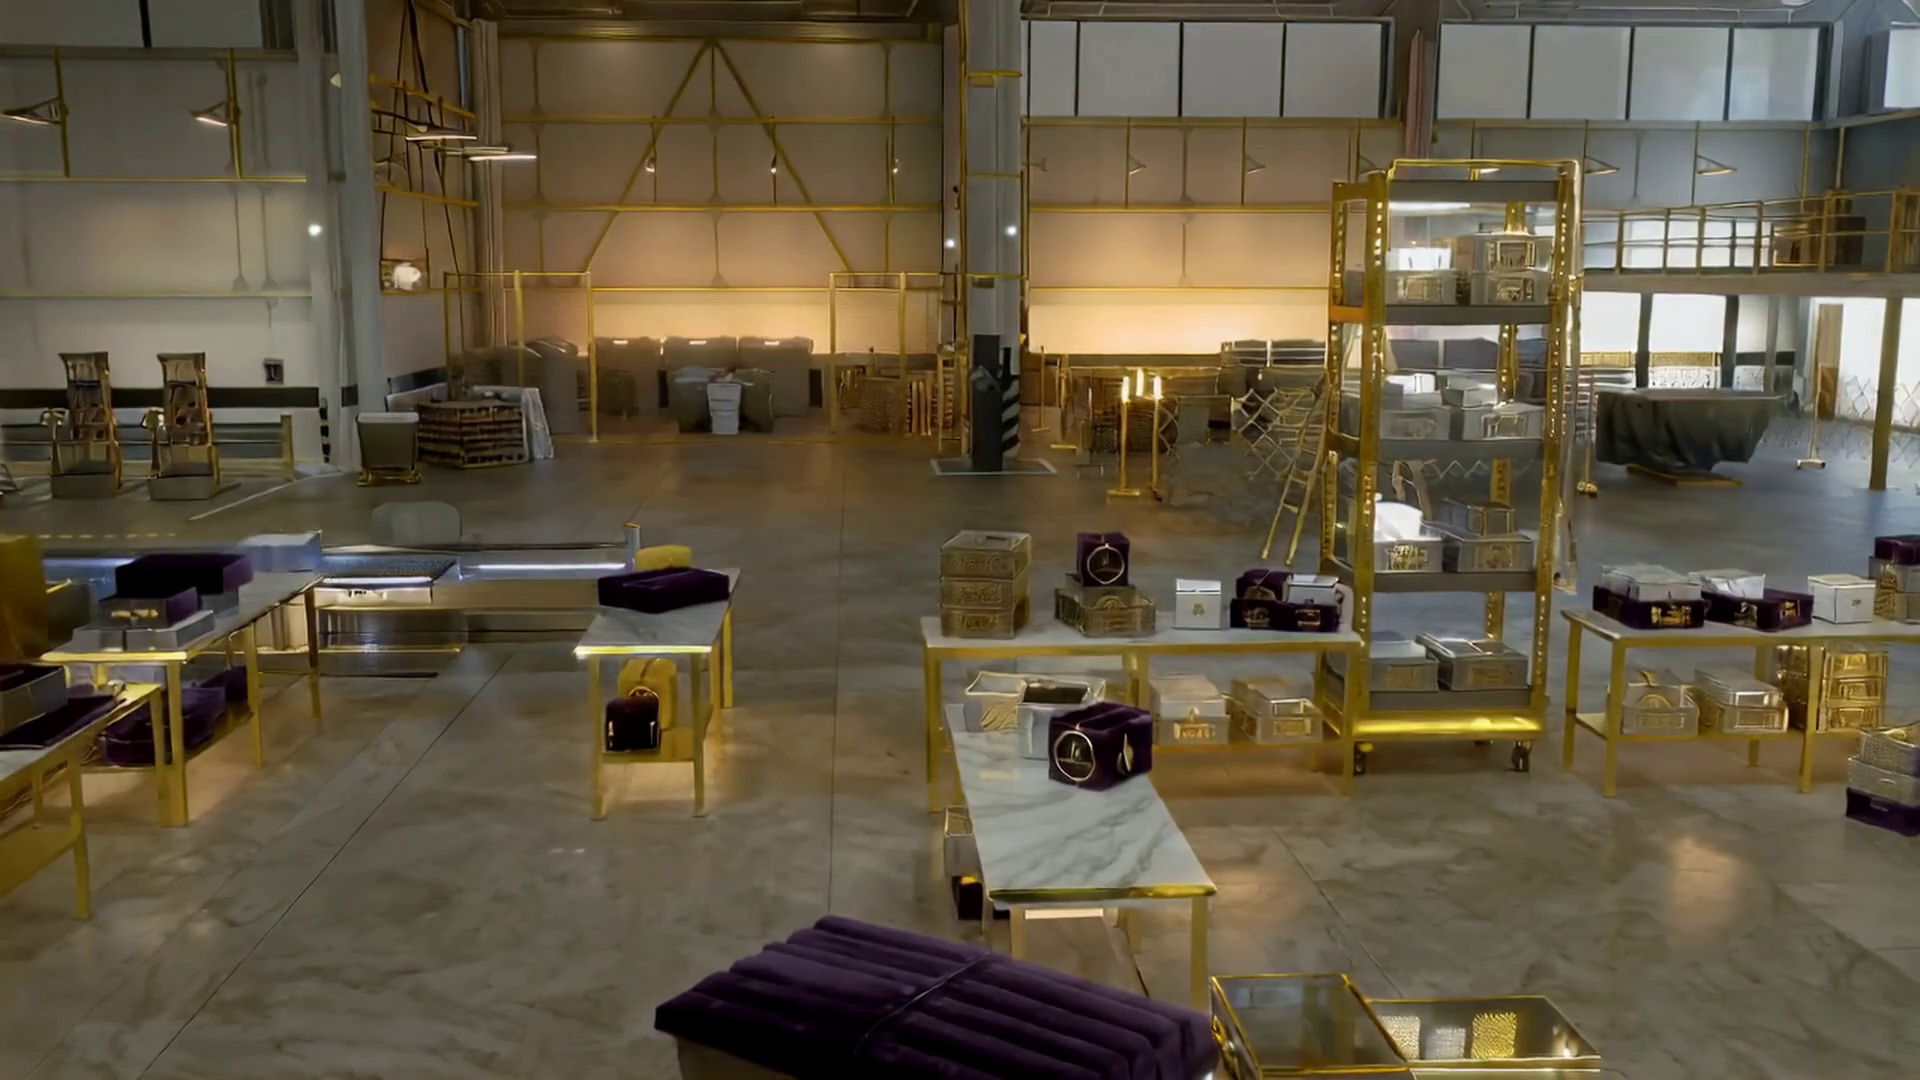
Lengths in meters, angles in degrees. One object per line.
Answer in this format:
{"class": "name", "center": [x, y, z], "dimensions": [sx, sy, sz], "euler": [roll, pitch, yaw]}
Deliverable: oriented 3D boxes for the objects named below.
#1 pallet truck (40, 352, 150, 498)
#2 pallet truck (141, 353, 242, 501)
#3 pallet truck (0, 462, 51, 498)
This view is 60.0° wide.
{"class": "pallet truck", "center": [-11.907, -1.642, 23.165], "dimensions": [0.823, 1.965, 1.885], "euler": [0, 9, 0]}
{"class": "pallet truck", "center": [-10.520, -1.604, 22.925], "dimensions": [0.823, 1.965, 1.885], "euler": [-1, 9, -6]}
{"class": "pallet truck", "center": [-13.193, -1.293, 23.148], "dimensions": [0.653, 1.274, 1.630], "euler": [-1, 9, -4]}
